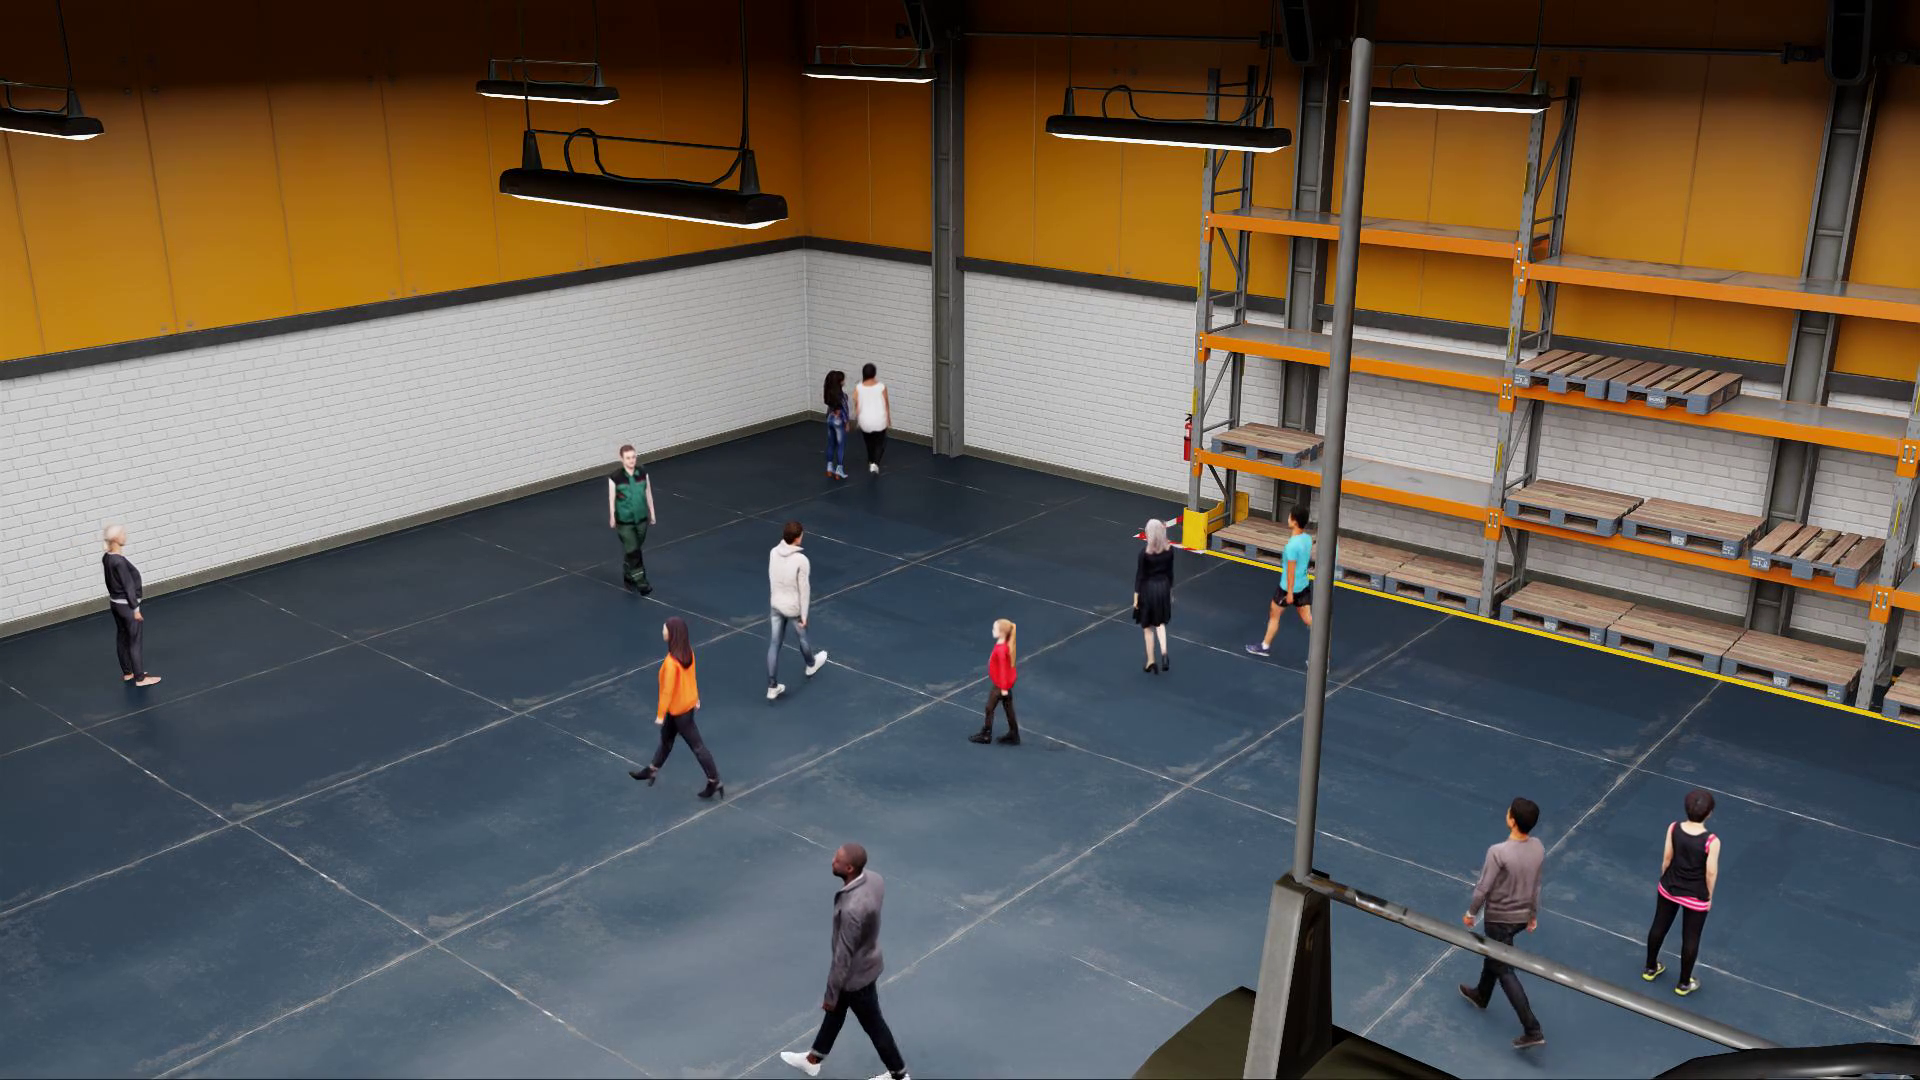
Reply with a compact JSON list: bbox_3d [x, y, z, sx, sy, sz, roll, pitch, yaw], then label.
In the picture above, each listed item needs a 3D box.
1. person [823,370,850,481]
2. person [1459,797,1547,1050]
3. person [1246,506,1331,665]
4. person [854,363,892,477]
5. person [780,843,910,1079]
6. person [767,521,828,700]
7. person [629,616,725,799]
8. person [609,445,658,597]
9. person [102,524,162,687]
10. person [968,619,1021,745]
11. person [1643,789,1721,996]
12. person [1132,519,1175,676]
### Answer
[{"bbox_3d":[-1.806,-1.704,24.437,0.696,1.617,0.517,-17,25,-41],"label":"person"},{"bbox_3d":[3.786,2.635,11.369,0.939,1.735,1.215,16,24,39],"label":"person"},{"bbox_3d":[3.631,0.539,17.607,1.181,1.725,0.685,13,23,34],"label":"person"},{"bbox_3d":[-1.284,-1.777,24.568,0.999,1.672,0.961,5,19,15],"label":"person"},{"bbox_3d":[-0.576,2.819,10.774,1.264,1.767,1.126,2,19,5],"label":"person"},{"bbox_3d":[-1.806,0.744,16.895,1.266,1.792,0.972,8,20,23],"label":"person"},{"bbox_3d":[-2.376,1.520,14.731,1.216,1.702,1.030,2,19,7],"label":"person"},{"bbox_3d":[-3.941,-0.254,19.855,0.846,1.794,1.158,-13,22,-33],"label":"person"},{"bbox_3d":[-8.661,0.660,17.245,0.448,1.728,0.654,14,23,37],"label":"person"},{"bbox_3d":[0.461,1.364,15.877,0.802,1.266,0.688,4,19,11],"label":"person"},{"bbox_3d":[5.231,2.518,12.009,0.622,1.549,0.491,-15,24,-37],"label":"person"},{"bbox_3d":[2.063,0.631,17.311,0.794,1.740,0.884,-8,20,-22],"label":"person"}]
